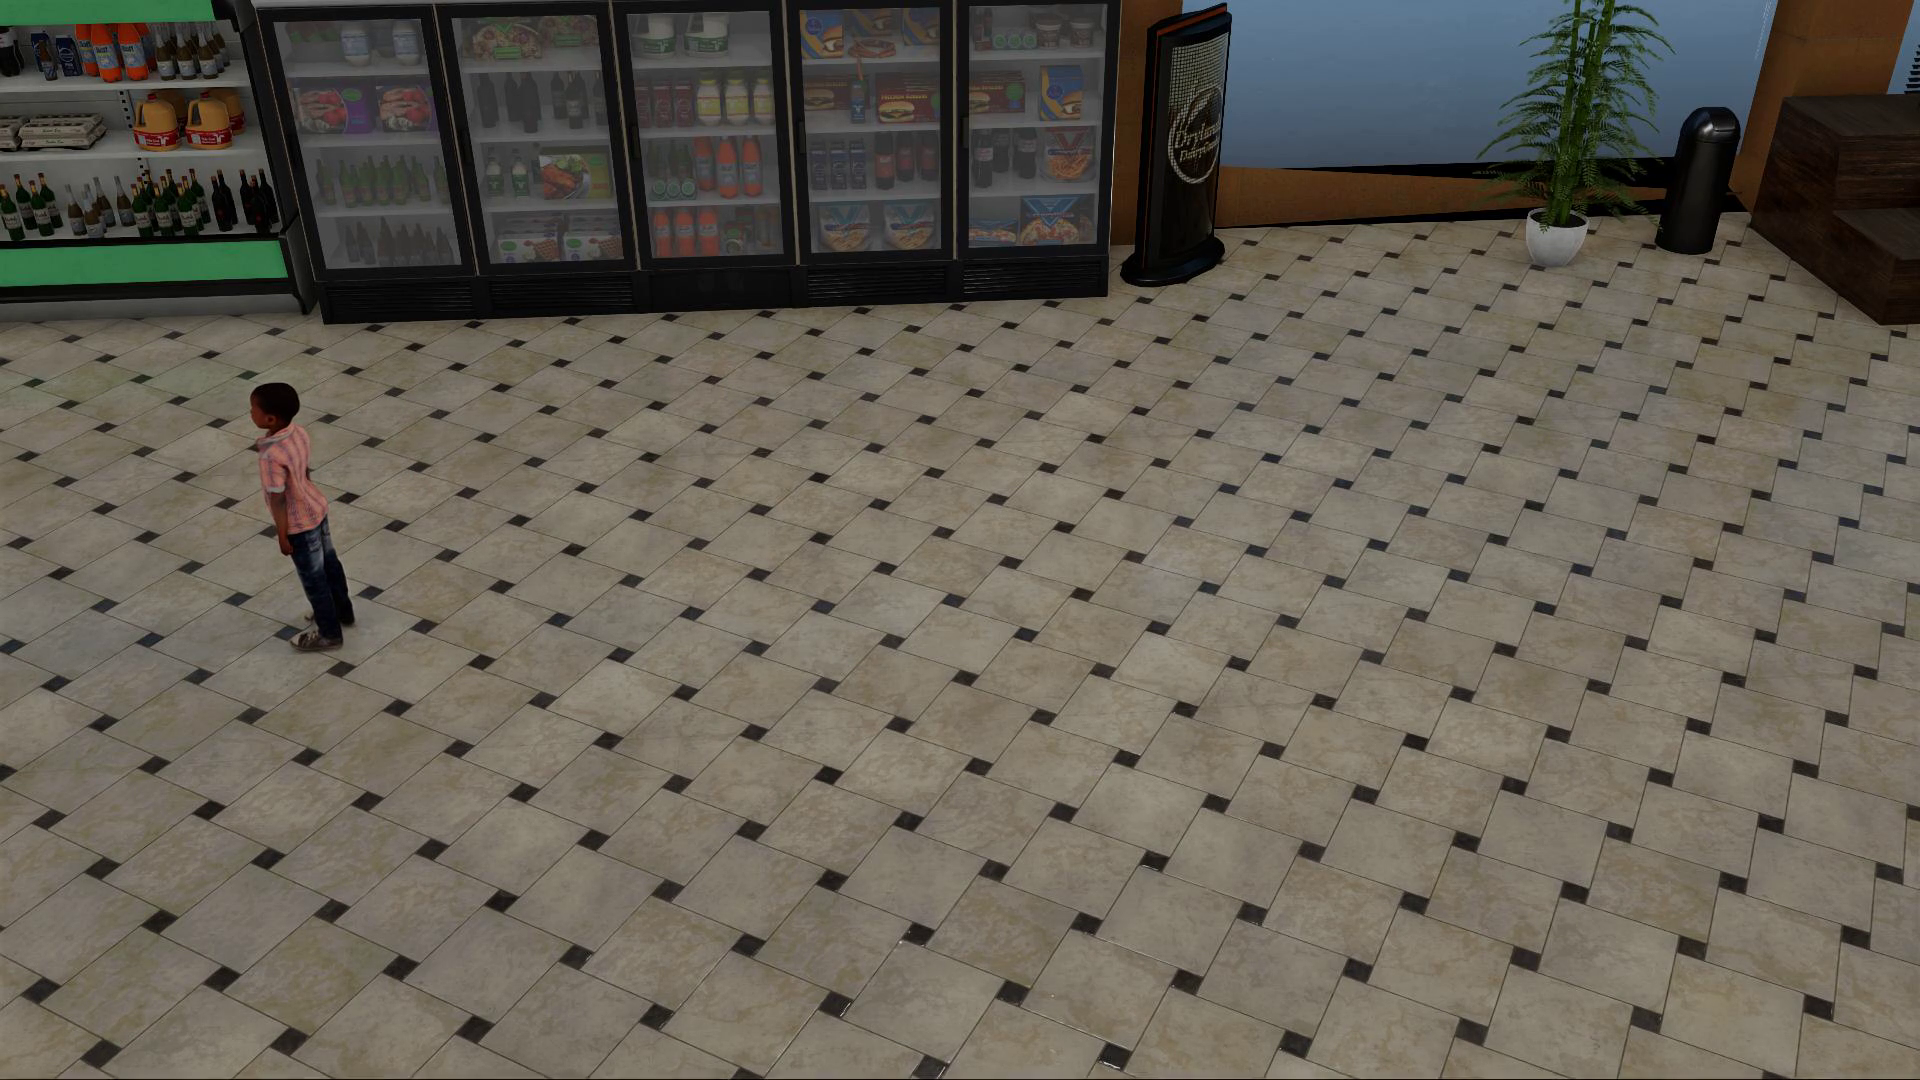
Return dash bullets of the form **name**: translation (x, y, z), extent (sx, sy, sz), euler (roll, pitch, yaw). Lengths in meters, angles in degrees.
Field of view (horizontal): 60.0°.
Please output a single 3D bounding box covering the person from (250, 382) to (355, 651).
- **person**: translation (-2.933, -0.114, 7.428), extent (0.522, 1.306, 0.518), euler (2, 32, 4)
